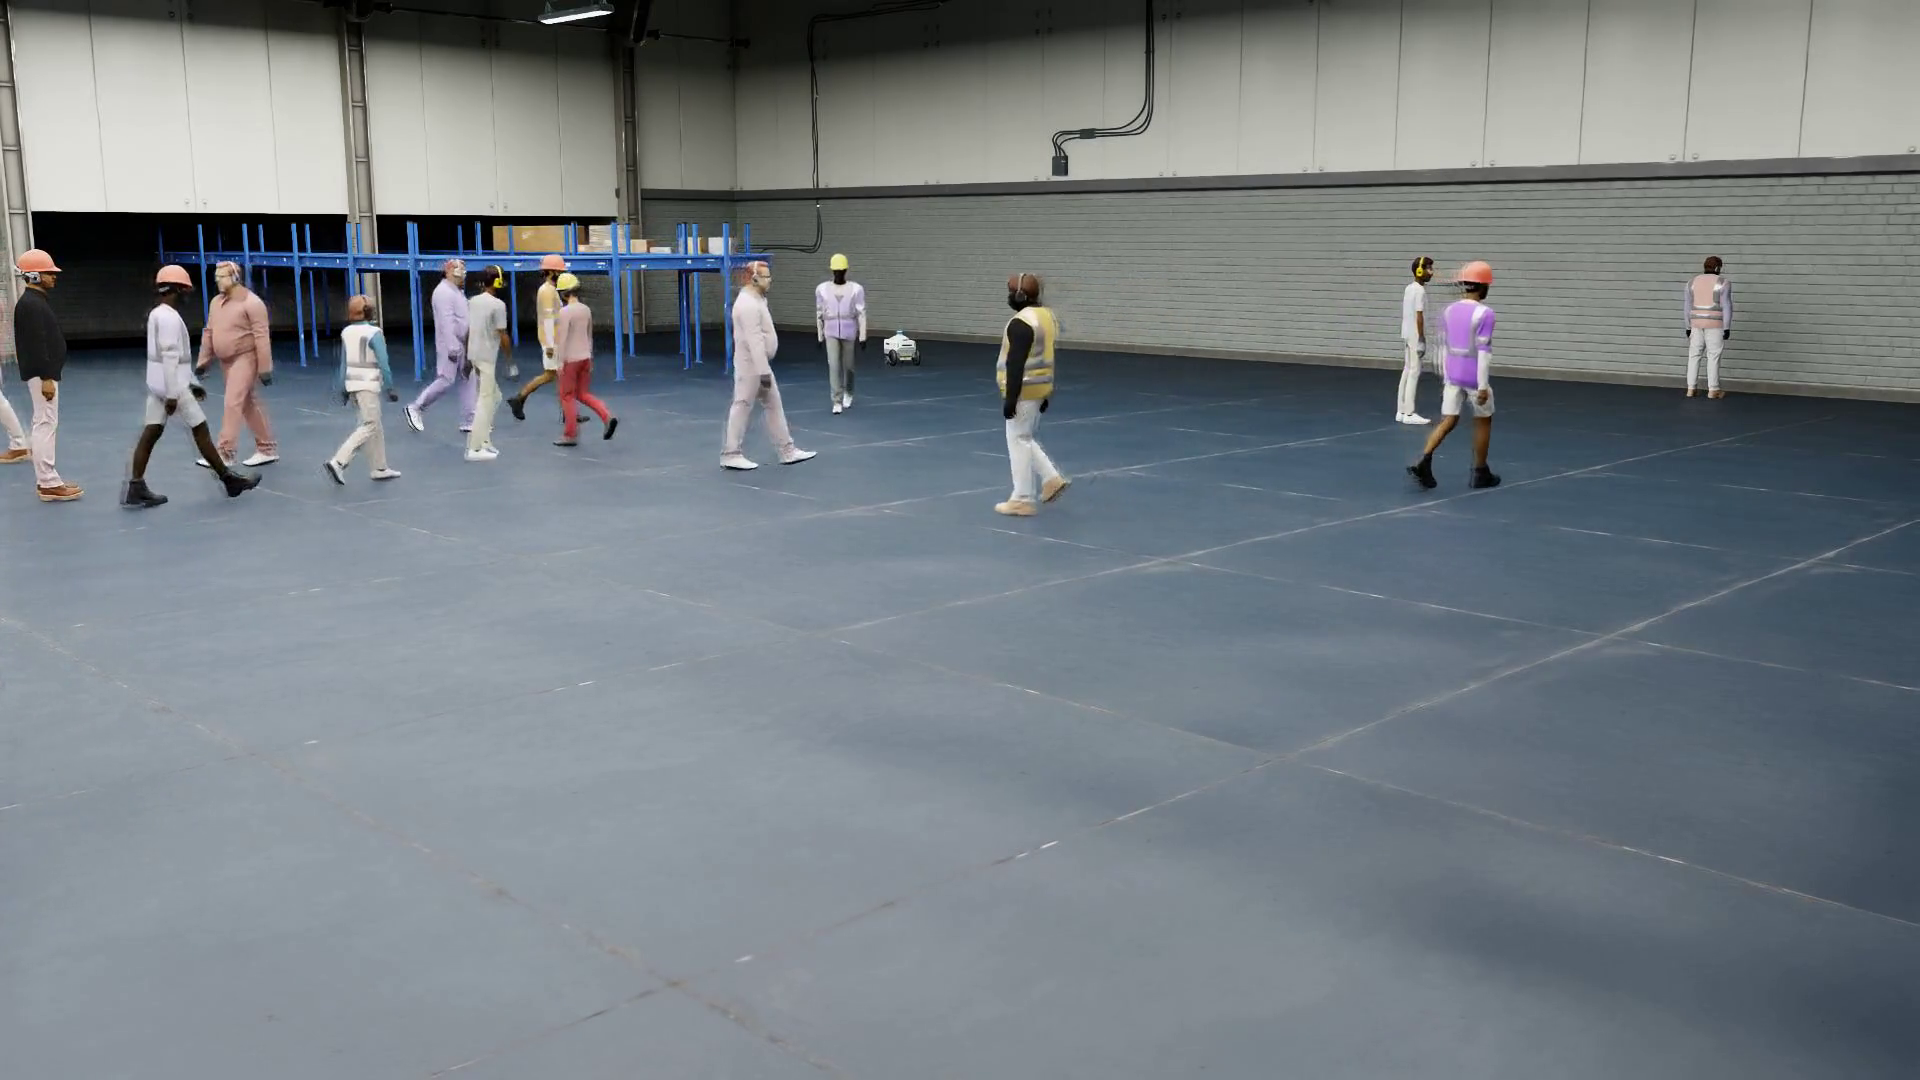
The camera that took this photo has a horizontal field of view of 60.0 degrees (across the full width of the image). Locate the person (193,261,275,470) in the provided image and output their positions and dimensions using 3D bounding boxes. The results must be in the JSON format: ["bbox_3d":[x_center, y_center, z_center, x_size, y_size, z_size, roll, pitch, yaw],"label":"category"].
[{"bbox_3d":[-6.645,-1.569,15.052,0.645,1.866,0.929,8,13,36],"label":"person"}]

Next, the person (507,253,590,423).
[{"bbox_3d":[-4.675,-2.265,18.754,0.827,1.914,0.553,-1,10,-8],"label":"person"}]

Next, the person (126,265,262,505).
[{"bbox_3d":[-6.166,-1.227,13.176,1.049,1.863,0.550,-8,13,-37],"label":"person"}]

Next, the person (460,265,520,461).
[{"bbox_3d":[-4.485,-1.679,15.758,0.564,1.830,0.584,10,14,43],"label":"person"}]

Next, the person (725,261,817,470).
[{"bbox_3d":[-1.730,-1.564,15.009,0.909,1.866,0.679,0,10,0],"label":"person"}]

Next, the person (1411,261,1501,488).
[{"bbox_3d":[4.191,-1.371,13.882,0.905,1.906,0.552,-6,12,-30],"label":"person"}]

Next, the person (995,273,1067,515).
[{"bbox_3d":[0.496,-1.103,12.633,0.444,1.831,0.630,3,11,17],"label":"person"}]

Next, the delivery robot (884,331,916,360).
[{"bbox_3d":[-0.994,-3.197,27.375,0.477,0.478,0.707,-4,11,-21],"label":"delivery robot"}]

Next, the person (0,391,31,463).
[{"bbox_3d":[-9.108,-1.638,15.240,0.637,1.940,1.014,7,13,35],"label":"person"}]

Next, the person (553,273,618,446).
[{"bbox_3d":[-3.819,-1.808,16.731,0.593,1.739,0.531,4,11,21],"label":"person"}]

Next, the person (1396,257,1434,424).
[{"bbox_3d":[5.159,-2.257,18.815,0.319,1.865,0.521,0,10,-2],"label":"person"}]

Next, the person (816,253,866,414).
[{"bbox_3d":[-1.434,-2.507,20.096,0.593,1.902,0.852,0,10,-2],"label":"person"}]

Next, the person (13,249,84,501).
[{"bbox_3d":[-7.369,-1.328,13.396,0.377,1.995,0.608,-6,12,-30],"label":"person"}]

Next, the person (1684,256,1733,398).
[{"bbox_3d":[9.818,-2.793,21.817,0.429,1.839,0.623,-8,13,-39],"label":"person"}]

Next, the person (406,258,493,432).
[{"bbox_3d":[-5.525,-2.089,17.901,0.820,1.868,0.660,0,10,2],"label":"person"}]

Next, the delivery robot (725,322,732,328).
[{"bbox_3d":[-4.237,-4.268,32.505,0.698,0.223,0.335,0,10,0],"label":"delivery robot"}]

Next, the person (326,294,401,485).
[{"bbox_3d":[-5.127,-1.282,14.190,0.510,1.611,0.719,9,13,39],"label":"person"}]
